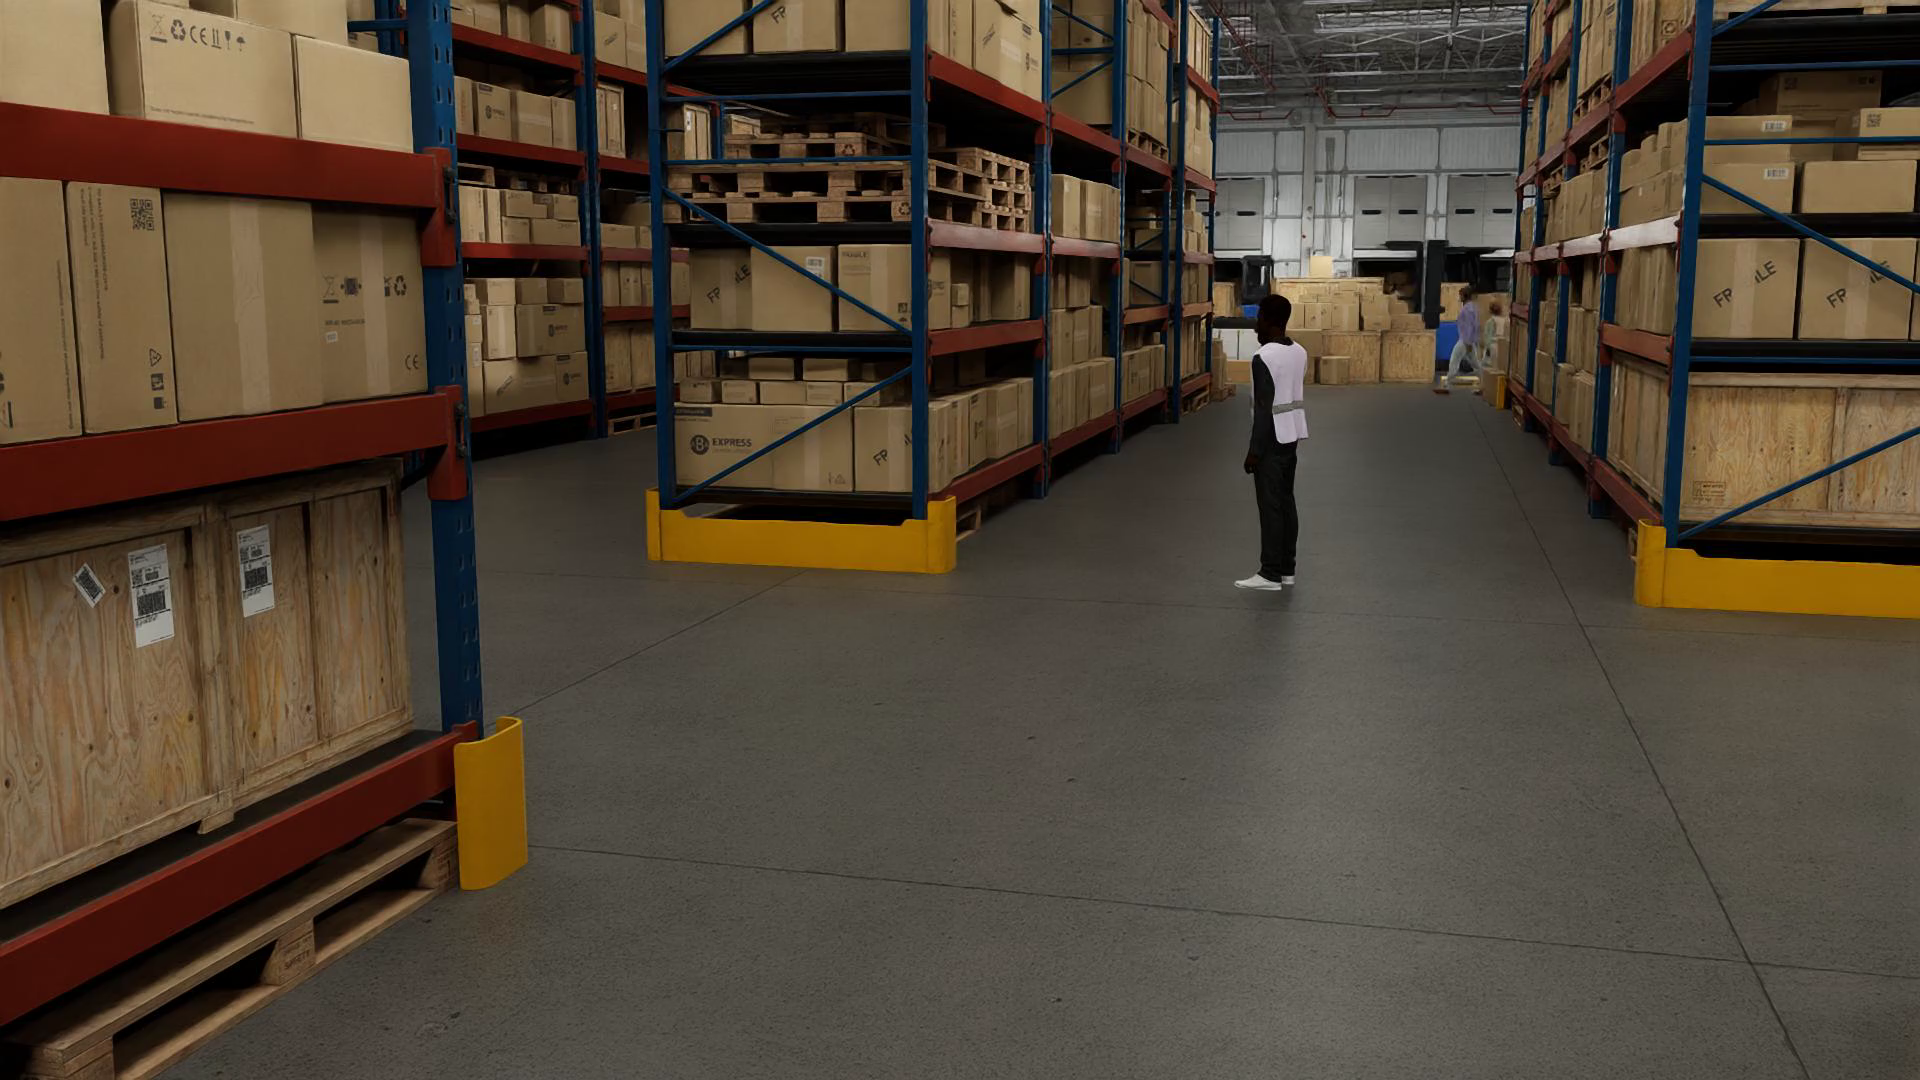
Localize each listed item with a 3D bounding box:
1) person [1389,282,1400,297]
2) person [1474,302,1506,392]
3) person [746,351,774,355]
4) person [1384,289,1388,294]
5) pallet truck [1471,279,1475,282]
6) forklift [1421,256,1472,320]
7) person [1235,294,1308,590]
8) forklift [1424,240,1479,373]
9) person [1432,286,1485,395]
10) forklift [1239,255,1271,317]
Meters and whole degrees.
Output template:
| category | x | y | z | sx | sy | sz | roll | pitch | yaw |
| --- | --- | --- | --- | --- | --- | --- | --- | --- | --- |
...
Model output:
| category | x | y | z | sx | sy | sz | roll | pitch | yaw |
| --- | --- | --- | --- | --- | --- | --- | --- | --- | --- |
| person | 14.451 | -7.615 | 55.240 | 0.927 | 1.910 | 0.634 | -3 | 9 | -16 |
| person | 9.397 | -3.359 | 29.101 | 0.523 | 1.617 | 0.674 | -7 | 11 | -36 |
| person | -2.738 | -2.488 | 22.527 | 0.727 | 1.941 | 0.477 | 9 | 12 | 44 |
| person | 16.228 | -8.771 | 63.455 | 0.623 | 1.621 | 0.522 | -7 | 11 | -36 |
| pallet truck | 18.896 | -8.459 | 60.307 | 1.885 | 1.965 | 0.823 | 5 | 10 | 31 |
| forklift | 12.724 | -6.180 | 43.035 | 1.129 | 2.768 | 1.873 | -3 | 9 | -19 |
| person | 2.051 | -0.630 | 10.825 | 0.390 | 1.919 | 0.591 | 6 | 11 | 34 |
| forklift | 10.071 | -4.973 | 35.365 | 1.873 | 2.768 | 1.129 | 2 | 9 | 14 |
| person | 8.761 | -3.431 | 28.729 | 1.009 | 1.893 | 0.647 | 4 | 10 | 22 |
| forklift | 10.342 | -8.540 | 58.027 | 1.129 | 2.768 | 1.873 | 2 | 9 | 15 |
